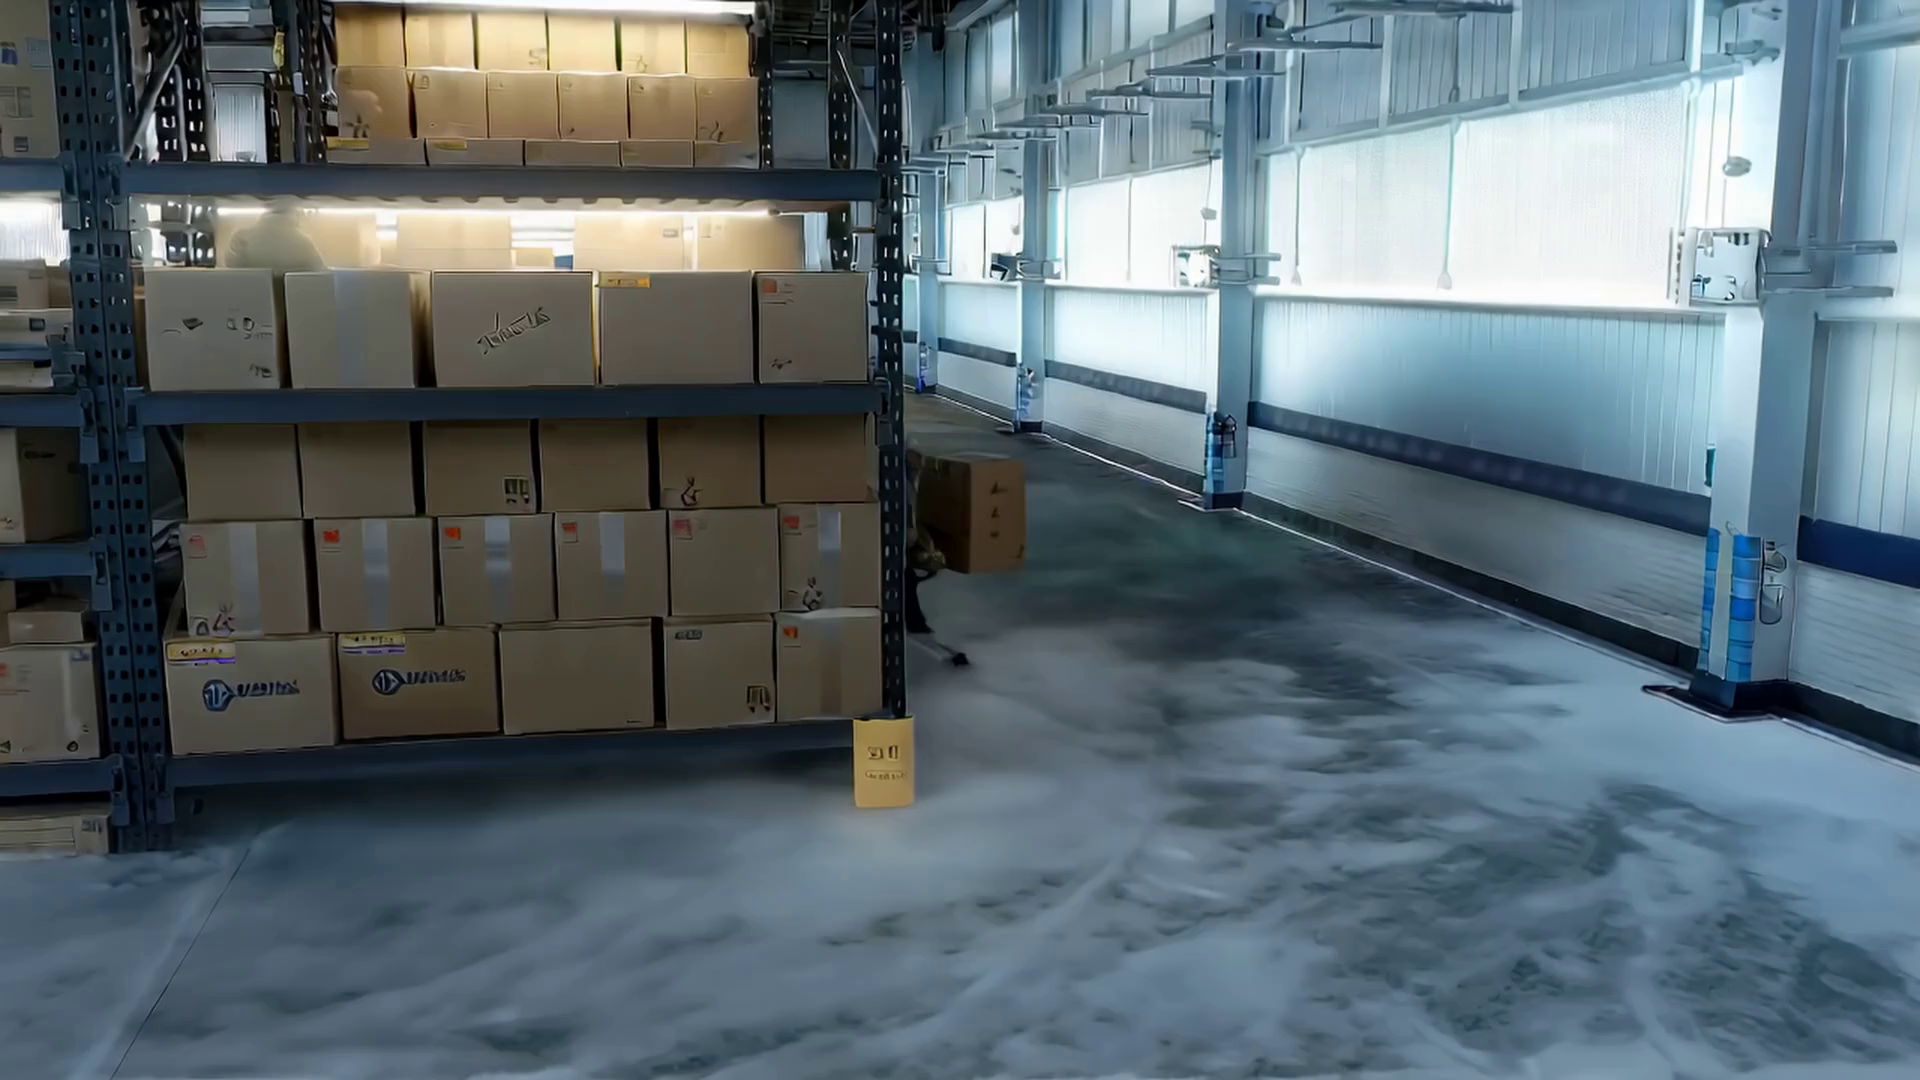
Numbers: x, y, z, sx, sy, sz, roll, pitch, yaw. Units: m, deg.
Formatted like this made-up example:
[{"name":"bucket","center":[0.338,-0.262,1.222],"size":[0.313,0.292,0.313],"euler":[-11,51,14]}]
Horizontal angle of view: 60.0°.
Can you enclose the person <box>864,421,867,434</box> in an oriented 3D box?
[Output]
[{"name":"person","center":[-1.561,-1.562,22.319],"size":[0.645,1.886,0.991],"euler":[-1,9,-8]}]
